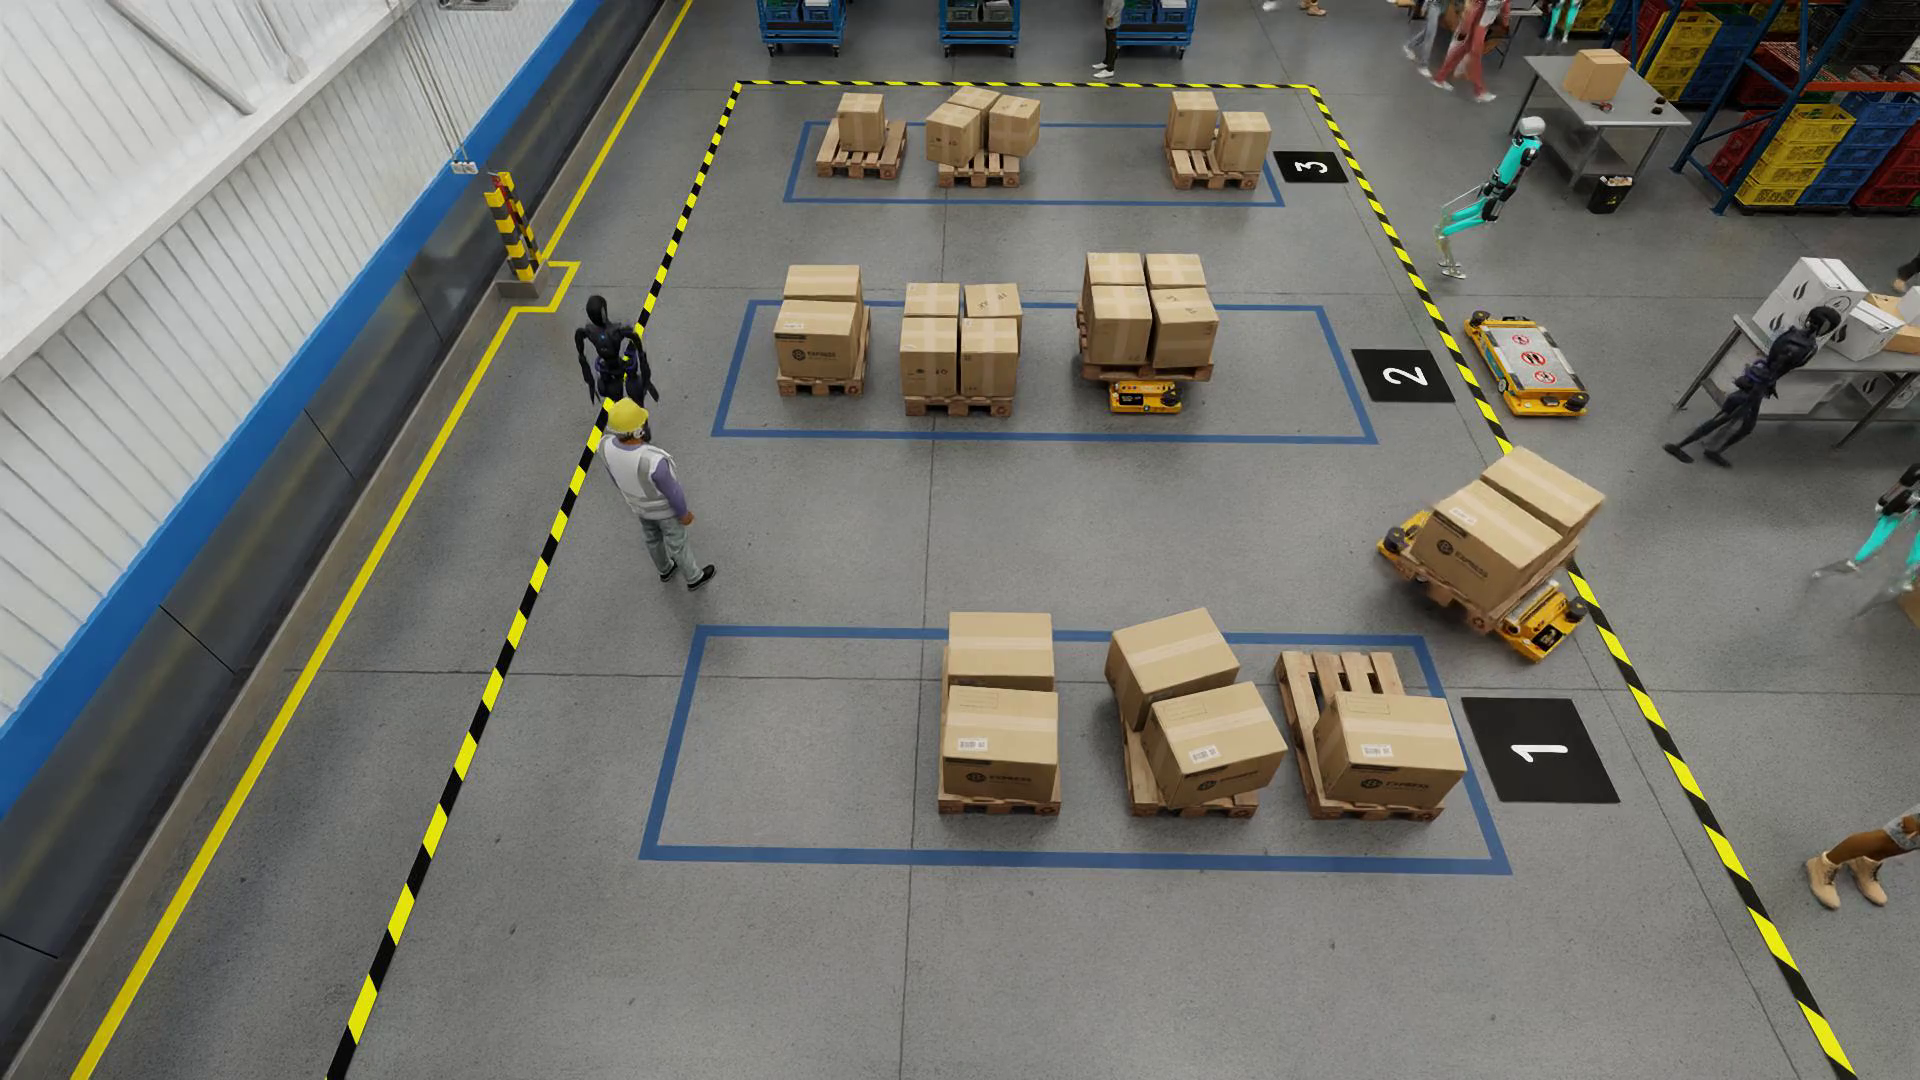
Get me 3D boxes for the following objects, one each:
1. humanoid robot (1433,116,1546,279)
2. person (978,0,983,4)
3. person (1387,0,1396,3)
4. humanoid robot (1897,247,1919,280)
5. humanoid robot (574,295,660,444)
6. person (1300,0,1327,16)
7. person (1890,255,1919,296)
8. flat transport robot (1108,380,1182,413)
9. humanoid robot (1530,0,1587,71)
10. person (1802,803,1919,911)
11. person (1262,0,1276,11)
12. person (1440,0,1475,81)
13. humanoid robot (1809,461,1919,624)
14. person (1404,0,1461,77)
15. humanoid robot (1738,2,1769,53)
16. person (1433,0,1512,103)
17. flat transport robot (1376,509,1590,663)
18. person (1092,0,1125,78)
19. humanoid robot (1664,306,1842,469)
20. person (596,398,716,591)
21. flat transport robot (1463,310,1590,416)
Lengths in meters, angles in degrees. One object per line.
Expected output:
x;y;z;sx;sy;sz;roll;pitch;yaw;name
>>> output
5.365;-3.562;9.554;0.735;1.681;0.533;10;50;8;humanoid robot
0.469;-9.219;14.535;0.441;1.753;0.522;3;49;2;person
7.478;-9.831;14.983;0.332;1.873;0.517;27;54;21;person
10.731;-3.475;9.608;0.316;1.656;0.601;-26;54;-21;humanoid robot
-2.906;-1.378;7.827;0.587;1.623;0.794;-7;49;-6;humanoid robot
5.894;-9.509;14.592;0.374;2.042;0.613;-8;50;-7;person
10.460;-3.272;9.333;0.524;1.827;0.362;22;53;18;person
1.773;-1.807;9.079;0.652;0.197;1.431;1;49;1;flat transport robot
8.807;-7.695;13.239;0.530;1.800;0.763;11;50;9;humanoid robot
5.597;1.529;5.038;0.608;2.042;0.394;-1;49;-1;person
5.141;-9.595;14.804;0.590;1.829;0.529;-31;56;-24;person
7.392;-7.562;13.038;0.429;1.843;0.625;-9;50;-8;person
6.951;-0.044;6.651;0.540;1.833;0.815;31;56;24;humanoid robot
6.901;-7.750;13.291;0.508;1.703;0.776;-17;51;-14;person
11.889;-7.979;13.509;0.503;1.639;0.598;-8;50;-7;humanoid robot
7.247;-7.028;12.559;0.596;1.861;1.009;-32;56;-25;person
4.126;0.288;7.266;0.652;0.197;1.431;-31;56;-24;flat transport robot
2.153;-7.606;13.069;0.369;1.852;0.588;3;49;2;person
6.679;-1.257;7.690;0.598;1.645;0.535;-32;56;-25;humanoid robot
-2.237;-0.302;6.760;0.588;1.832;0.404;19;52;16;person
5.573;-1.757;9.054;0.659;0.231;1.431;1;49;1;flat transport robot
